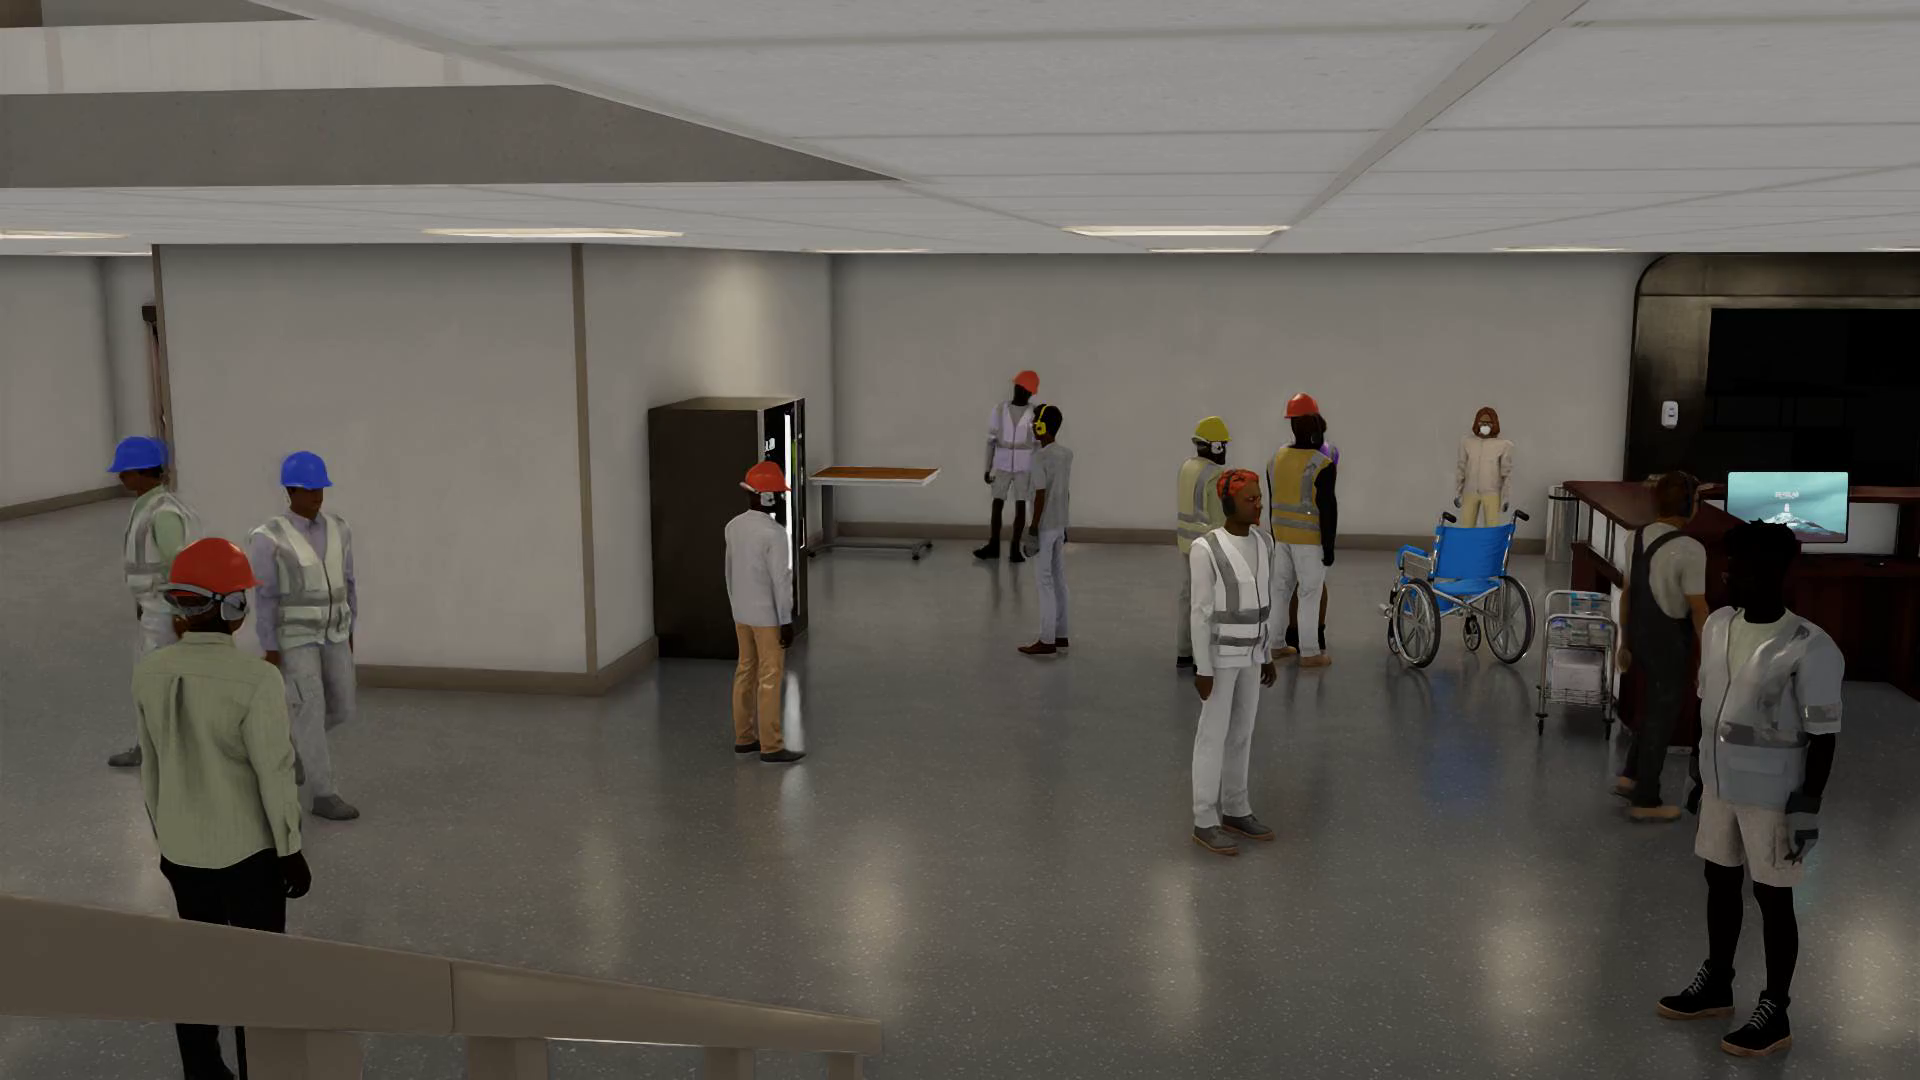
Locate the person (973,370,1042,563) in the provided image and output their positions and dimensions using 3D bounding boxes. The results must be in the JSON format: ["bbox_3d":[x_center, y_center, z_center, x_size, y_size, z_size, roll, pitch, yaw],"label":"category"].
[{"bbox_3d":[0.500,-0.708,16.191,0.676,1.897,0.370,2,9,14],"label":"person"}]

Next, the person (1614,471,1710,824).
[{"bbox_3d":[3.630,0.559,8.537,0.415,1.834,0.511,-2,9,-13],"label":"person"}]

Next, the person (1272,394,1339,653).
[{"bbox_3d":[2.547,-0.126,12.444,0.552,1.933,0.374,-5,11,-29],"label":"person"}]

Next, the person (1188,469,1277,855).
[{"bbox_3d":[1.353,0.587,8.202,0.574,1.884,0.356,-9,13,-43],"label":"person"}]

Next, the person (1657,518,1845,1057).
[{"bbox_3d":[2.887,0.891,6.076,0.362,1.963,0.613,-3,10,-18],"label":"person"}]

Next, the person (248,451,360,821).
[{"bbox_3d":[-3.438,0.485,8.697,0.676,1.929,0.612,6,11,31],"label":"person"}]

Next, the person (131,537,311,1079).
[{"bbox_3d":[-2.410,0.981,5.479,0.617,1.989,0.398,4,10,22],"label":"person"}]

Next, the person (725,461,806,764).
[{"bbox_3d":[-1.130,0.415,9.664,0.341,1.750,0.566,-8,12,-40],"label":"person"}]

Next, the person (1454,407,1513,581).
[{"bbox_3d":[4.736,-0.395,15.071,0.504,1.627,0.285,5,11,30],"label":"person"}]

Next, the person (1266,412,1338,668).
[{"bbox_3d":[2.481,-0.004,12.031,0.431,1.835,0.624,-6,11,-34],"label":"person"}]

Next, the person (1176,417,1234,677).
[{"bbox_3d":[1.741,0.044,11.752,0.404,1.826,0.592,-3,10,-18],"label":"person"}]

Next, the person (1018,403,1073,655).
[{"bbox_3d":[0.640,-0.077,12.344,0.329,1.872,0.508,6,11,32],"label":"person"}]
